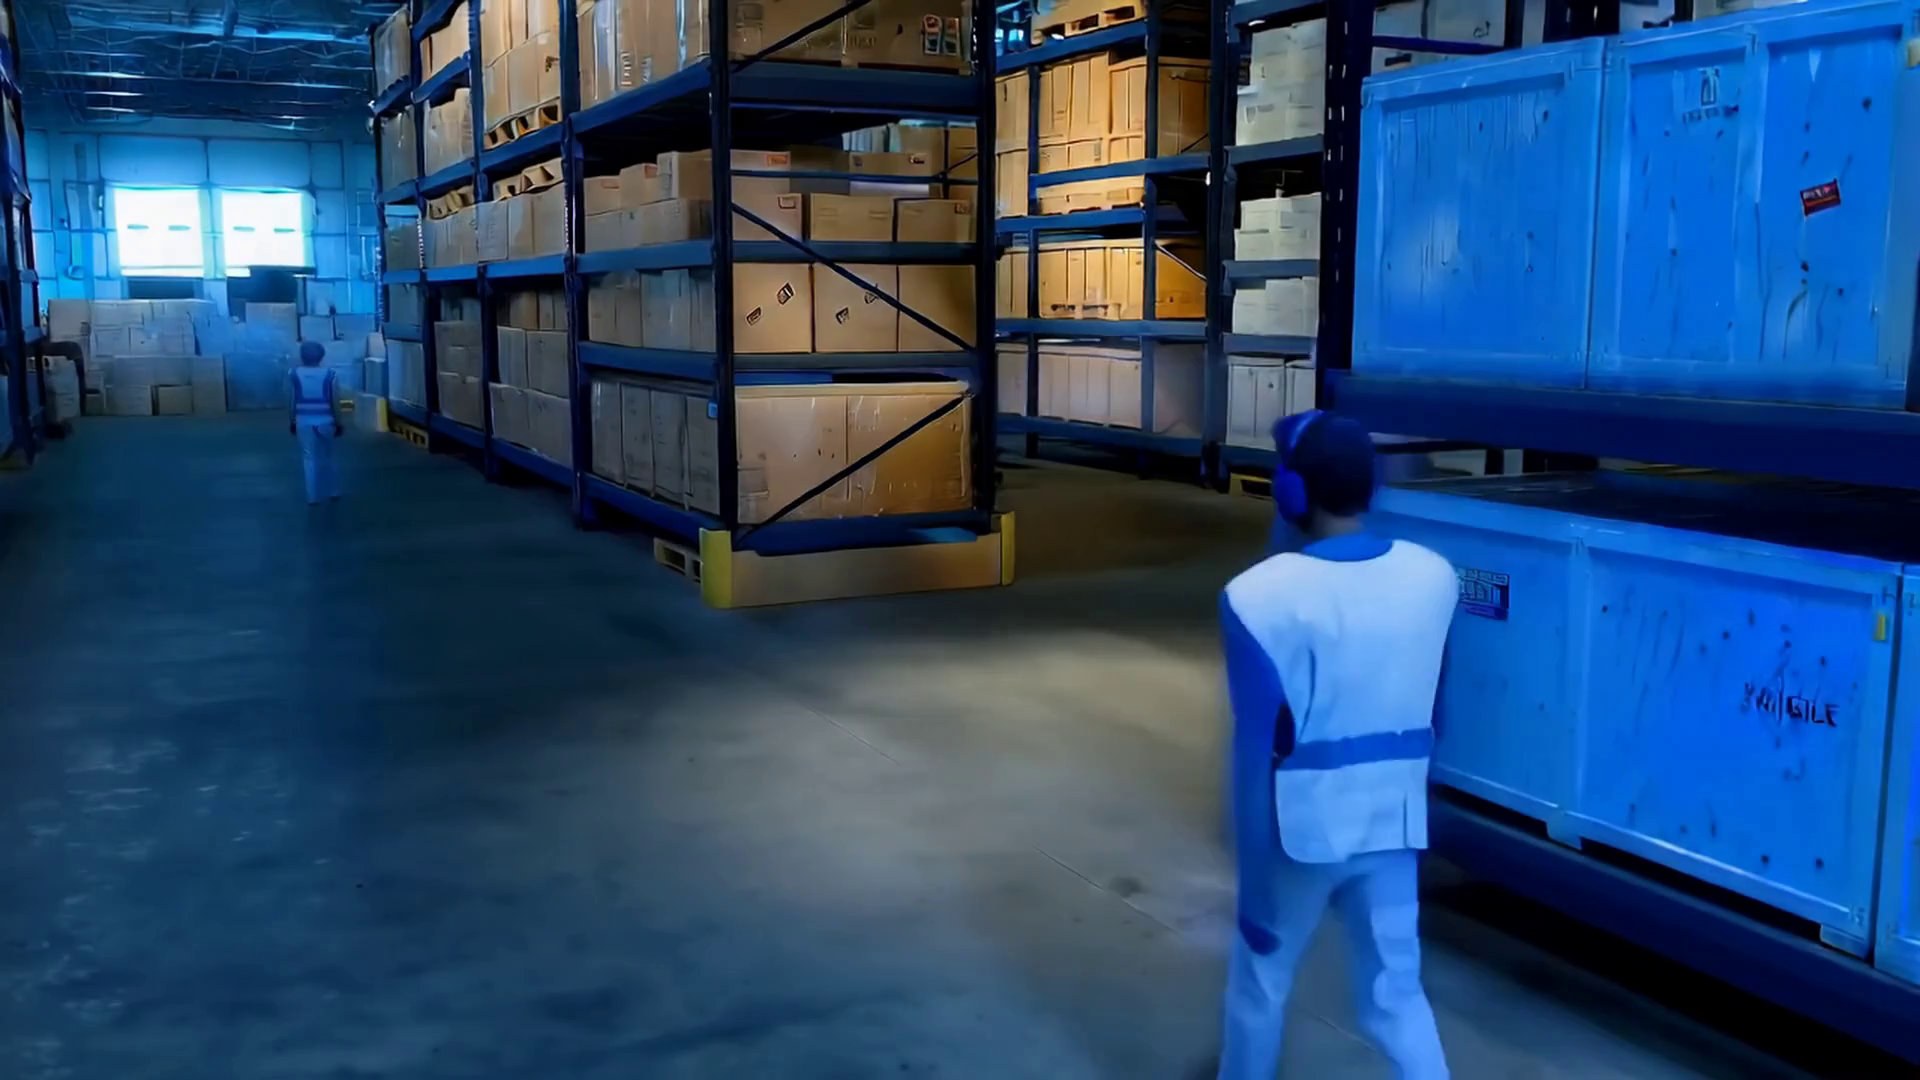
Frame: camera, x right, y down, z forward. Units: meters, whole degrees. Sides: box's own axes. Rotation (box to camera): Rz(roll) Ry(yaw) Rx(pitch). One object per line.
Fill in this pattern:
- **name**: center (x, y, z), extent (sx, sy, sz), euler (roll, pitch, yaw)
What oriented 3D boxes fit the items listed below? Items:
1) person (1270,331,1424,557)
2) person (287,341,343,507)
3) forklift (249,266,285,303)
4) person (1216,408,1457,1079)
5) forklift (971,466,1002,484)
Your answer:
- **person**: center (1.380, 0.121, 6.369), extent (0.852, 1.963, 0.648), euler (-4, 9, -27)
- **person**: center (-6.323, -1.145, 16.348), extent (0.533, 1.598, 0.819), euler (-2, 8, -12)
- **forklift**: center (-17.035, -5.357, 41.029), extent (1.873, 2.768, 1.129), euler (2, 8, 11)
- **person**: center (0.808, 0.626, 3.492), extent (0.577, 1.806, 0.950), euler (-3, 9, -18)
- **forklift**: center (-0.459, -2.050, 18.221), extent (1.129, 2.768, 1.873), euler (-4, 9, -26)
